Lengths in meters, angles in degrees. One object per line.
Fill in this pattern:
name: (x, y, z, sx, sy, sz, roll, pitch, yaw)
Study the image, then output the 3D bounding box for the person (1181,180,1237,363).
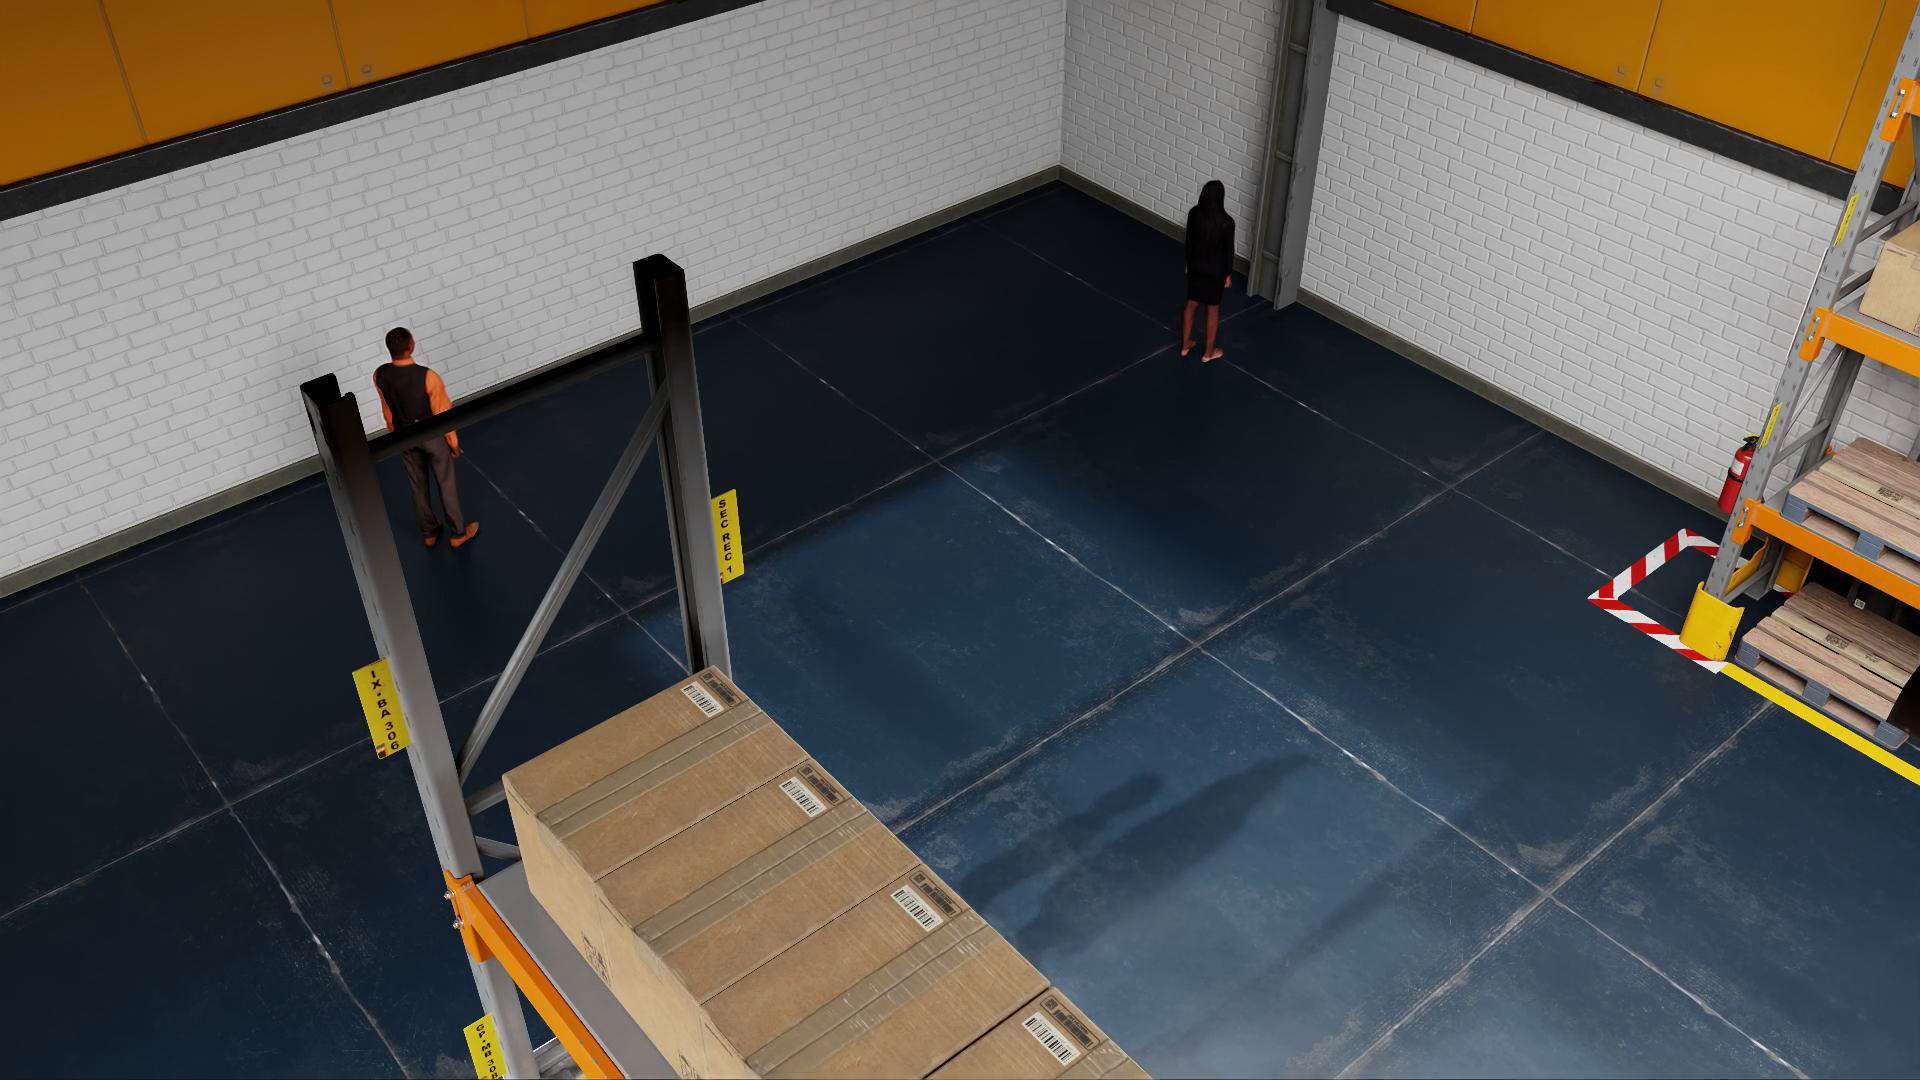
person: (2.181, -2.391, 14.699, 0.521, 1.720, 0.719, 24, 45, 27)

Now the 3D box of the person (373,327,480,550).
person: (-4.040, -0.757, 12.503, 0.776, 1.908, 0.845, 5, 39, 6)
